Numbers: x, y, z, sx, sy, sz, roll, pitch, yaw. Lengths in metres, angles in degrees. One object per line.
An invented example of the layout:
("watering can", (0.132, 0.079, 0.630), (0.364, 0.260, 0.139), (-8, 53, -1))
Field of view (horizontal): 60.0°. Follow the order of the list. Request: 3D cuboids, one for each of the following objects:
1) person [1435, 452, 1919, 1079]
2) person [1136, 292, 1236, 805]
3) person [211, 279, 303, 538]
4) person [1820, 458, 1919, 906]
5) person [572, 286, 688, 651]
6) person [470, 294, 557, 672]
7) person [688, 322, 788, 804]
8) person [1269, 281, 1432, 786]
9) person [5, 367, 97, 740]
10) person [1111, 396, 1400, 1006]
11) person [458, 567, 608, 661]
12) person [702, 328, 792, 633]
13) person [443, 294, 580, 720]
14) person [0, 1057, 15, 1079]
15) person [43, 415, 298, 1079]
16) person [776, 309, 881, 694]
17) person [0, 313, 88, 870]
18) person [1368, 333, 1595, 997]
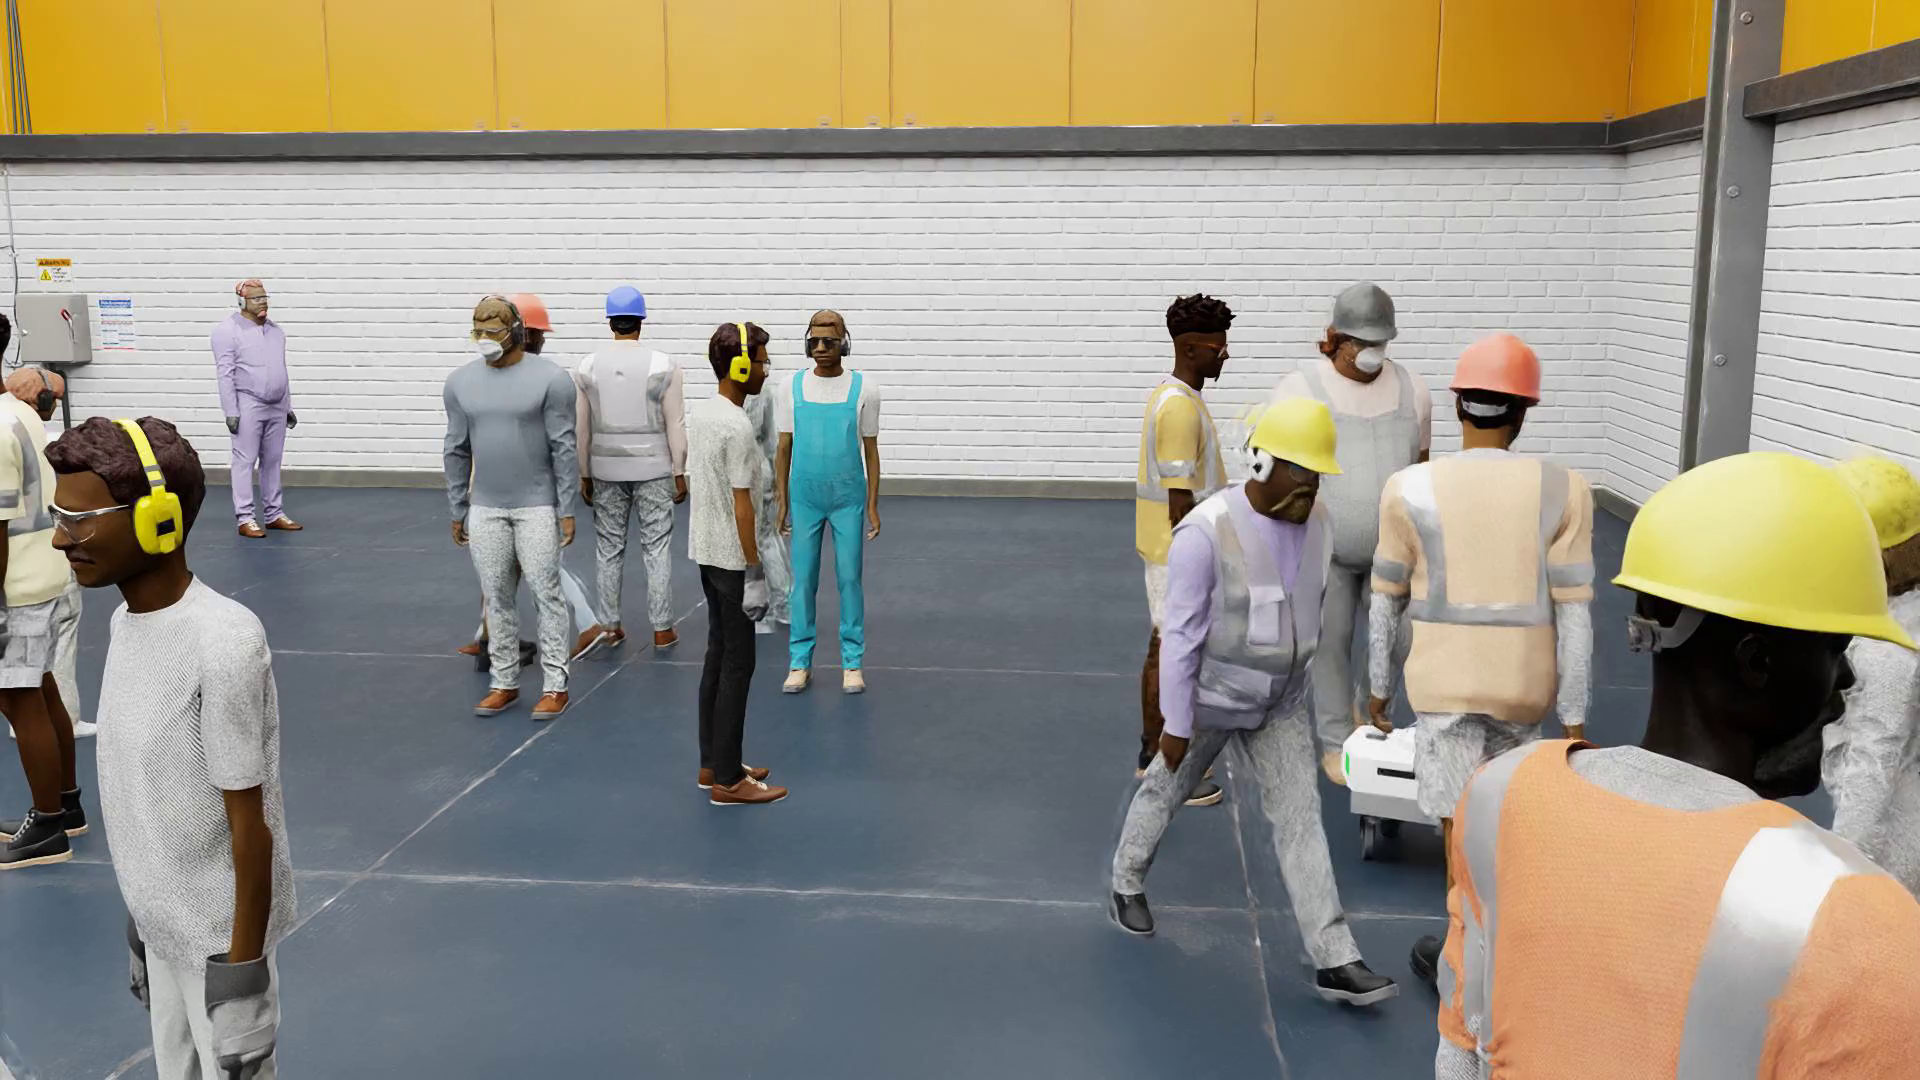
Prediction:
("person", (0.767, 0.863, 1.816), (0.383, 1.921, 0.586), (-4, 11, -24))
("person", (0.864, 0.029, 6.465), (0.365, 1.962, 0.614), (1, 10, 4))
("person", (-5.221, -0.982, 12.418), (0.407, 1.910, 0.639), (4, 11, 22))
("person", (1.976, 0.652, 3.650), (0.340, 1.703, 0.641), (5, 11, 28))
("person", (-1.741, -0.370, 8.832), (0.604, 1.939, 0.414), (0, 10, 2))
("person", (-2.276, -0.285, 8.457), (0.559, 1.902, 0.567), (-9, 14, -43))
("person", (-0.864, 0.096, 6.402), (0.343, 1.857, 0.521), (-5, 11, -26))
("person", (1.553, -0.030, 6.581), (0.696, 2.000, 0.539), (-1, 10, -4))
("person", (-3.964, 0.072, 7.172), (0.520, 1.630, 0.321), (2, 10, 12))
("person", (0.814, 0.433, 4.869), (0.607, 1.733, 1.091), (-6, 11, -30))
("person", (-2.221, -0.159, 8.621), (0.811, 1.597, 0.509), (4, 11, 23))
("person", (-1.184, -0.321, 9.211), (0.338, 1.707, 0.589), (6, 11, 30))
("person", (-2.036, -0.144, 7.570), (0.637, 1.930, 0.373), (1, 10, 8))
("person", (-2.579, 0.705, 3.657), (0.885, 1.590, 0.542), (-3, 10, -18))
("person", (-1.321, 0.711, 2.870), (0.510, 1.861, 0.324), (9, 13, 42))
("person", (-0.632, -0.176, 7.980), (0.505, 1.847, 0.347), (0, 10, 3))
("person", (-3.299, 0.156, 5.772), (0.373, 1.958, 0.598), (-4, 11, -22))
("person", (1.403, 0.393, 4.553), (0.546, 1.894, 0.728), (1, 10, 7))
